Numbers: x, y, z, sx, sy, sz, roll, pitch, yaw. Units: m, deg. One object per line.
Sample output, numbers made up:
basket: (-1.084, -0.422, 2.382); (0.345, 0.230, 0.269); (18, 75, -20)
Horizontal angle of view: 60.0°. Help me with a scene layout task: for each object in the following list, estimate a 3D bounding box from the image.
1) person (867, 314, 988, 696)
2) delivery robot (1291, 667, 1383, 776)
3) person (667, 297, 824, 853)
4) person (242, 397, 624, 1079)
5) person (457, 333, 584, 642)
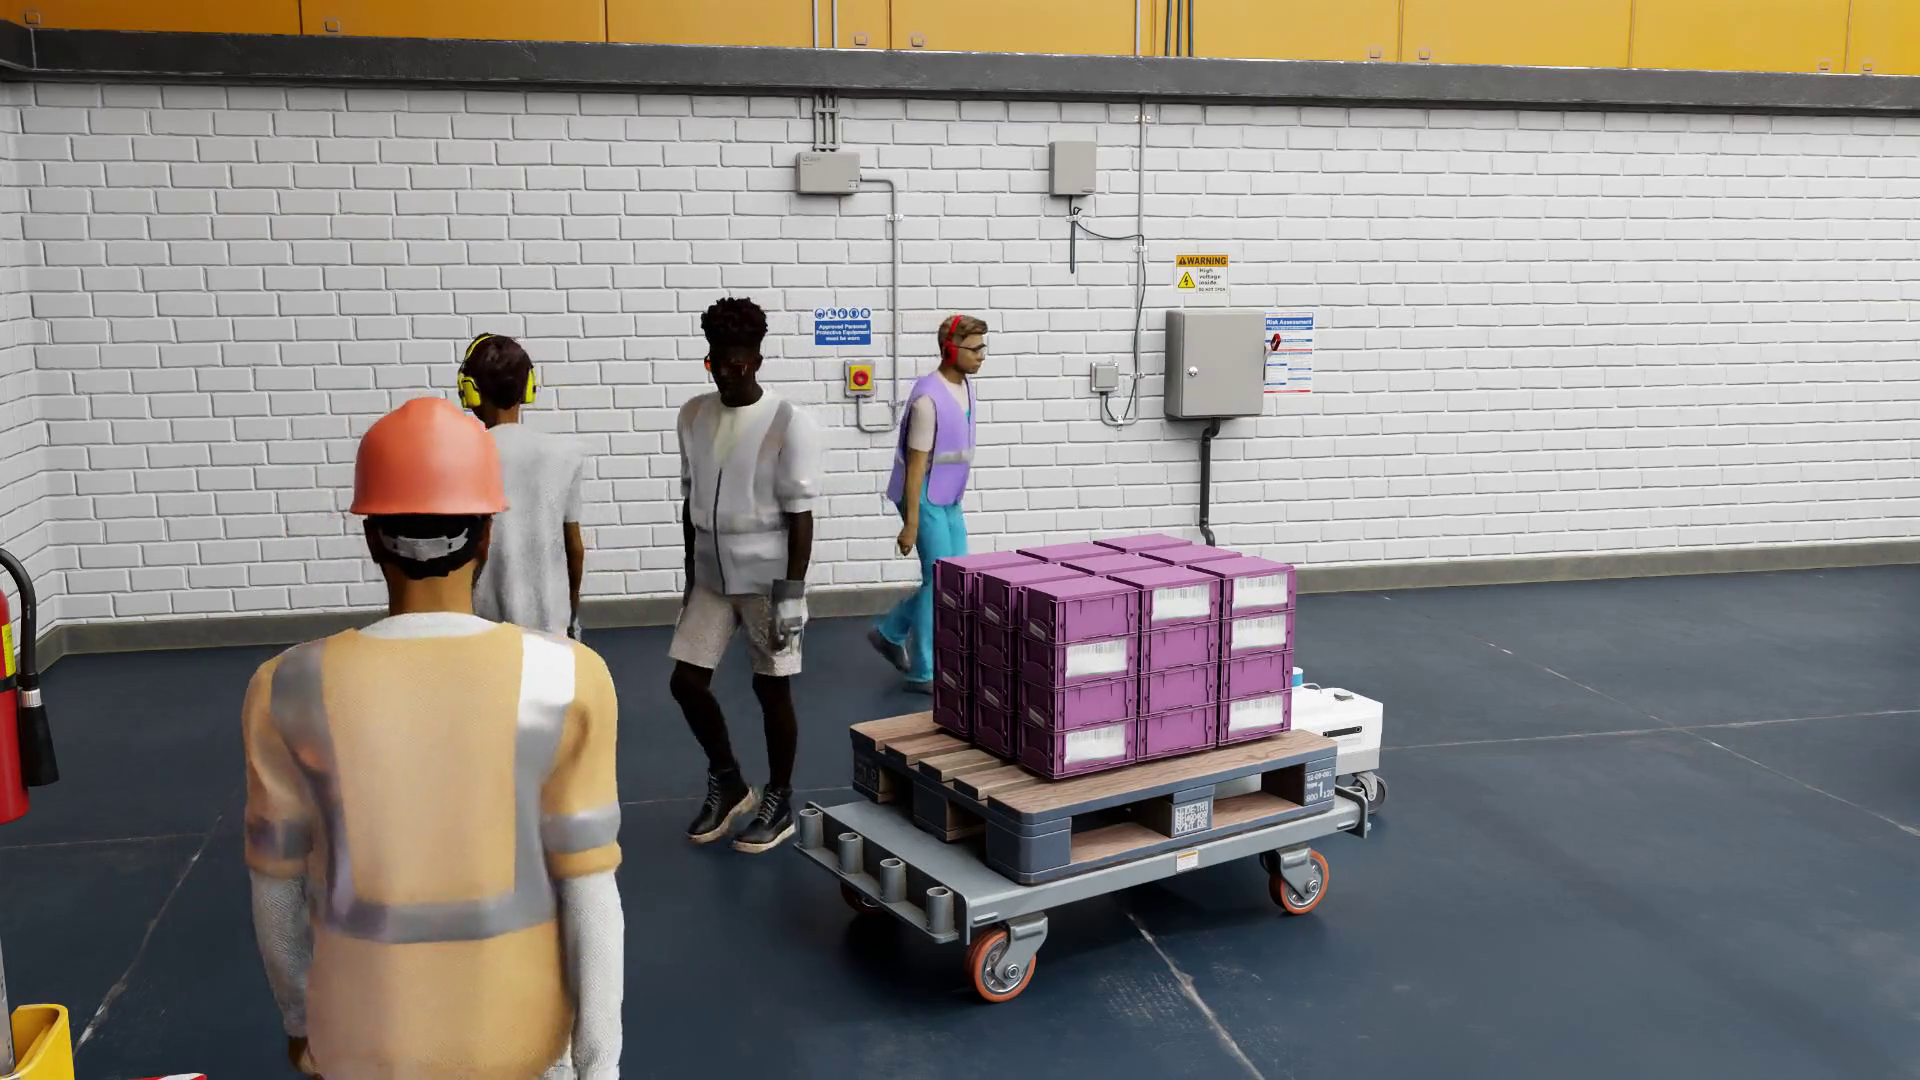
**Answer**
person: (-0.146, -0.155, 7.765); (0.597, 1.802, 0.591); (4, 11, 19)
delivery robot: (1.209, 0.711, 6.147); (0.707, 0.478, 0.477); (-5, 11, -26)
person: (-0.749, 0.140, 5.734); (0.612, 1.935, 0.477); (5, 12, 28)
person: (-0.807, 0.724, 2.638); (0.554, 1.883, 0.982); (-2, 10, -13)
person: (-1.445, 0.268, 5.278); (0.532, 1.838, 0.818); (-6, 12, -32)
